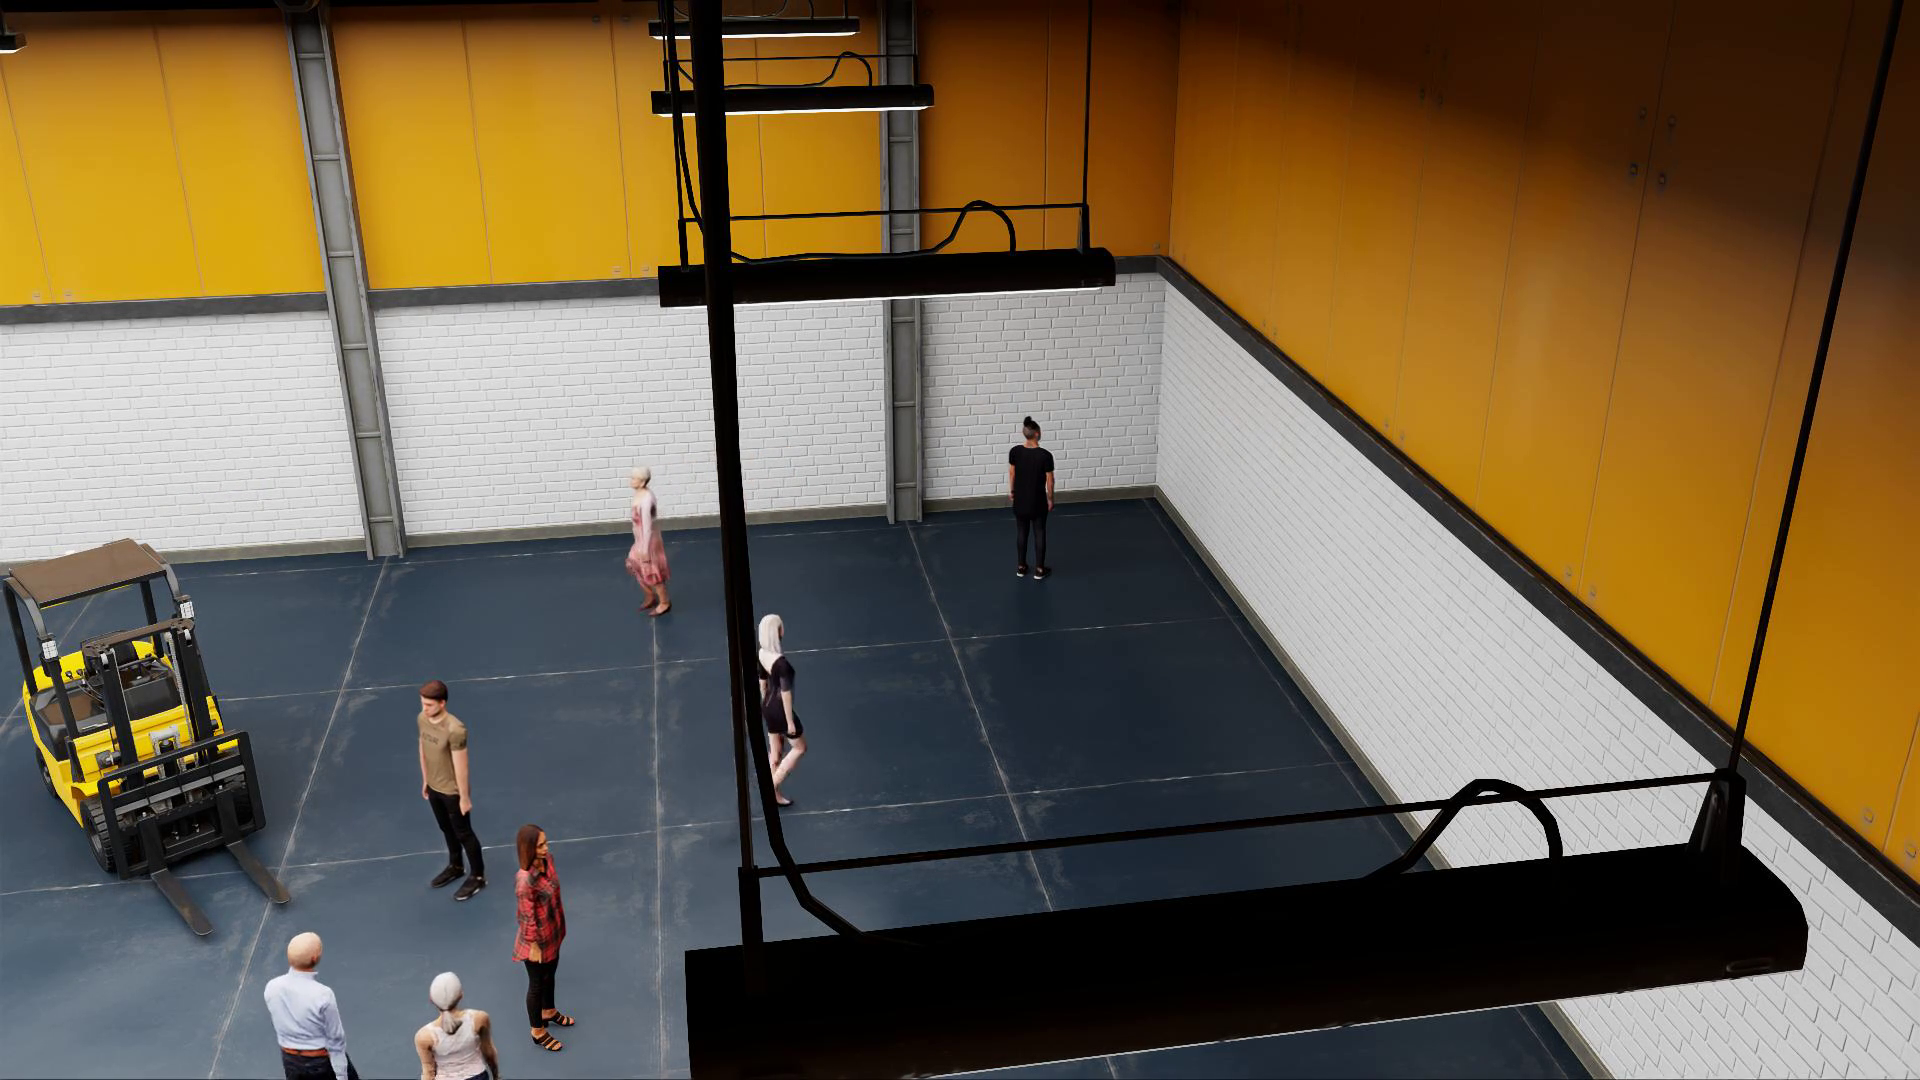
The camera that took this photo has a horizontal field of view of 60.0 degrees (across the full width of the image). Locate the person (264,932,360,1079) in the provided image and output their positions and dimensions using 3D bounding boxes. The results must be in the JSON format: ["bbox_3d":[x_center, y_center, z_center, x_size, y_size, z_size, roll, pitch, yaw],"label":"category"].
[{"bbox_3d":[-3.895,3.199,9.946,0.832,1.764,0.819,2,24,5],"label":"person"}]

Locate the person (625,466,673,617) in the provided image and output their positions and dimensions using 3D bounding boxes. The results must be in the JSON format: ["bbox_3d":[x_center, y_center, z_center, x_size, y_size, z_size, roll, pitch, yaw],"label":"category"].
[{"bbox_3d":[-3.172,0.012,17.347,0.706,1.675,0.663,-8,25,-17],"label":"person"}]

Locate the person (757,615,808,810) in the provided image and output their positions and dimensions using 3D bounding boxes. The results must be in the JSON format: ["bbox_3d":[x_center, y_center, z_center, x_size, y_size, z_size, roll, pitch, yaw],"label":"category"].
[{"bbox_3d":[-1.573,1.490,13.786,0.816,1.820,0.755,-20,30,-38],"label":"person"}]

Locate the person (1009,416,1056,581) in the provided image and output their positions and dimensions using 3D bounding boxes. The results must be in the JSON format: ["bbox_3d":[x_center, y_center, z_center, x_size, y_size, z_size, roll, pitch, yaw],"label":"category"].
[{"bbox_3d":[0.781,-0.478,18.227,0.725,1.868,0.832,10,25,21],"label":"person"}]

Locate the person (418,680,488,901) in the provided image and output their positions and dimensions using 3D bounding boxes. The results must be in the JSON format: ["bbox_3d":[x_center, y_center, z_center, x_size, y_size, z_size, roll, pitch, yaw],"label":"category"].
[{"bbox_3d":[-3.933,1.893,12.827,0.731,1.848,0.780,17,29,34],"label":"person"}]

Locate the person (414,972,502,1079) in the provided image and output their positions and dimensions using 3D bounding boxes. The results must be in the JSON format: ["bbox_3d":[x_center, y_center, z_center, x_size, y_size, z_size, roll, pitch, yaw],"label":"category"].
[{"bbox_3d":[-2.889,3.339,9.747,1.170,1.666,0.901,-11,26,-24],"label":"person"}]

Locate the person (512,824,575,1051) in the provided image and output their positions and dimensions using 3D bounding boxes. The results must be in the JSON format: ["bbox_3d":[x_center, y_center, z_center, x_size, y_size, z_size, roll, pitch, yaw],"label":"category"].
[{"bbox_3d":[-2.834,2.658,11.260,0.660,1.702,0.683,4,24,8],"label":"person"}]
